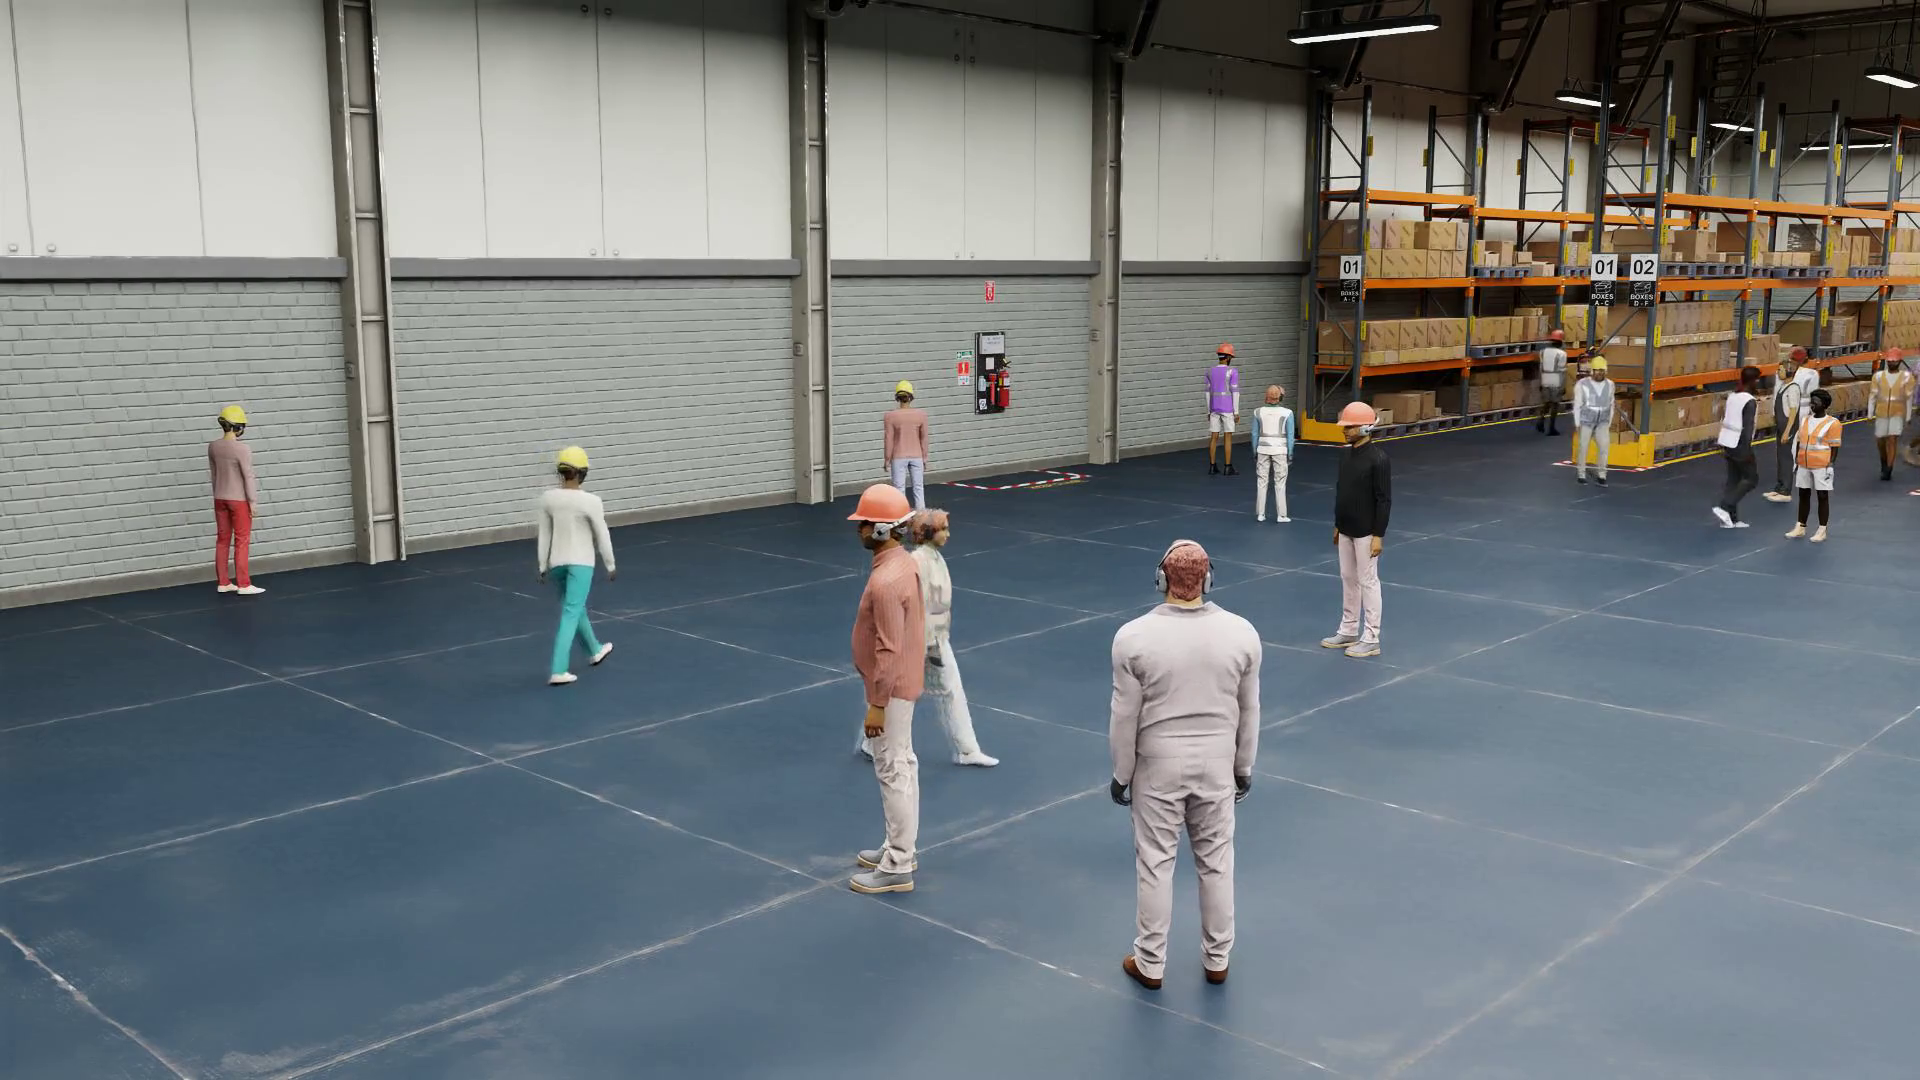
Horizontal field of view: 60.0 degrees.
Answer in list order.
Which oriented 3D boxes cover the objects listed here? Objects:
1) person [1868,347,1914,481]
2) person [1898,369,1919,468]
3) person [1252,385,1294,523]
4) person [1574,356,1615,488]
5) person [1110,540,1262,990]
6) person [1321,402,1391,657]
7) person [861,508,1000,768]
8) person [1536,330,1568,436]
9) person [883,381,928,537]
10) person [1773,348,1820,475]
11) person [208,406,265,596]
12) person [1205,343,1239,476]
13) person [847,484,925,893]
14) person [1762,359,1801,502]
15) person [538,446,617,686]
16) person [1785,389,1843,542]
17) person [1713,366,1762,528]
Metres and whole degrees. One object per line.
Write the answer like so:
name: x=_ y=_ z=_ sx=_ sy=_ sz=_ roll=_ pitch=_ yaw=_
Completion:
person: x=13.388 y=-1.829 z=23.926 sx=0.550 sy=1.916 sz=0.805 roll=7 pitch=12 yaw=38
person: x=14.573 y=-2.052 z=24.965 sx=0.497 sy=2.001 sz=0.649 roll=8 pitch=12 yaw=41
person: x=3.712 y=-1.016 z=19.763 sx=0.515 sy=1.641 sz=0.315 roll=5 pitch=11 yaw=29
person: x=8.757 y=-1.617 z=22.930 sx=0.607 sy=1.808 sz=0.709 roll=0 pitch=9 yaw=0
person: x=0.932 y=0.945 z=7.003 sx=0.643 sy=1.909 sz=0.410 roll=-1 pitch=9 yaw=-8
person: x=3.106 y=-0.087 z=13.021 sx=0.396 sy=1.992 sz=0.623 roll=-3 pitch=10 yaw=-20
person: x=-0.219 y=0.598 z=10.050 sx=0.850 sy=1.596 sz=0.519 roll=3 pitch=10 yaw=20
person: x=10.679 y=-2.824 z=29.936 sx=0.421 sy=1.919 sz=0.564 roll=-6 pitch=11 yaw=-34
person: x=-0.613 y=-0.907 z=18.734 sx=0.524 sy=1.764 sz=0.329 roll=-3 pitch=10 yaw=-19
person: x=12.238 y=-1.876 z=24.315 sx=0.592 sy=1.861 sz=0.577 roll=7 pitch=12 yaw=37
person: x=-6.716 y=-0.363 z=15.430 sx=0.523 sy=1.761 sz=0.332 roll=4 pitch=10 yaw=23
person: x=3.849 y=-1.903 z=24.298 sx=0.543 sy=1.928 sz=0.370 roll=8 pitch=12 yaw=39
person: x=-0.355 y=0.717 z=8.122 sx=0.376 sy=1.995 sz=0.609 roll=1 pitch=9 yaw=5
person: x=10.694 y=-1.417 z=21.583 sx=0.345 sy=1.847 sz=0.504 roll=3 pitch=10 yaw=16
person: x=-2.808 y=0.167 z=12.293 sx=0.549 sy=1.713 sz=0.895 roll=4 pitch=10 yaw=23
person: x=9.475 y=-0.826 z=18.435 sx=0.319 sy=1.696 sz=0.532 roll=-4 pitch=10 yaw=-25
person: x=9.059 y=-1.066 z=19.299 sx=0.460 sy=1.899 sz=0.595 roll=0 pitch=9 yaw=-1
